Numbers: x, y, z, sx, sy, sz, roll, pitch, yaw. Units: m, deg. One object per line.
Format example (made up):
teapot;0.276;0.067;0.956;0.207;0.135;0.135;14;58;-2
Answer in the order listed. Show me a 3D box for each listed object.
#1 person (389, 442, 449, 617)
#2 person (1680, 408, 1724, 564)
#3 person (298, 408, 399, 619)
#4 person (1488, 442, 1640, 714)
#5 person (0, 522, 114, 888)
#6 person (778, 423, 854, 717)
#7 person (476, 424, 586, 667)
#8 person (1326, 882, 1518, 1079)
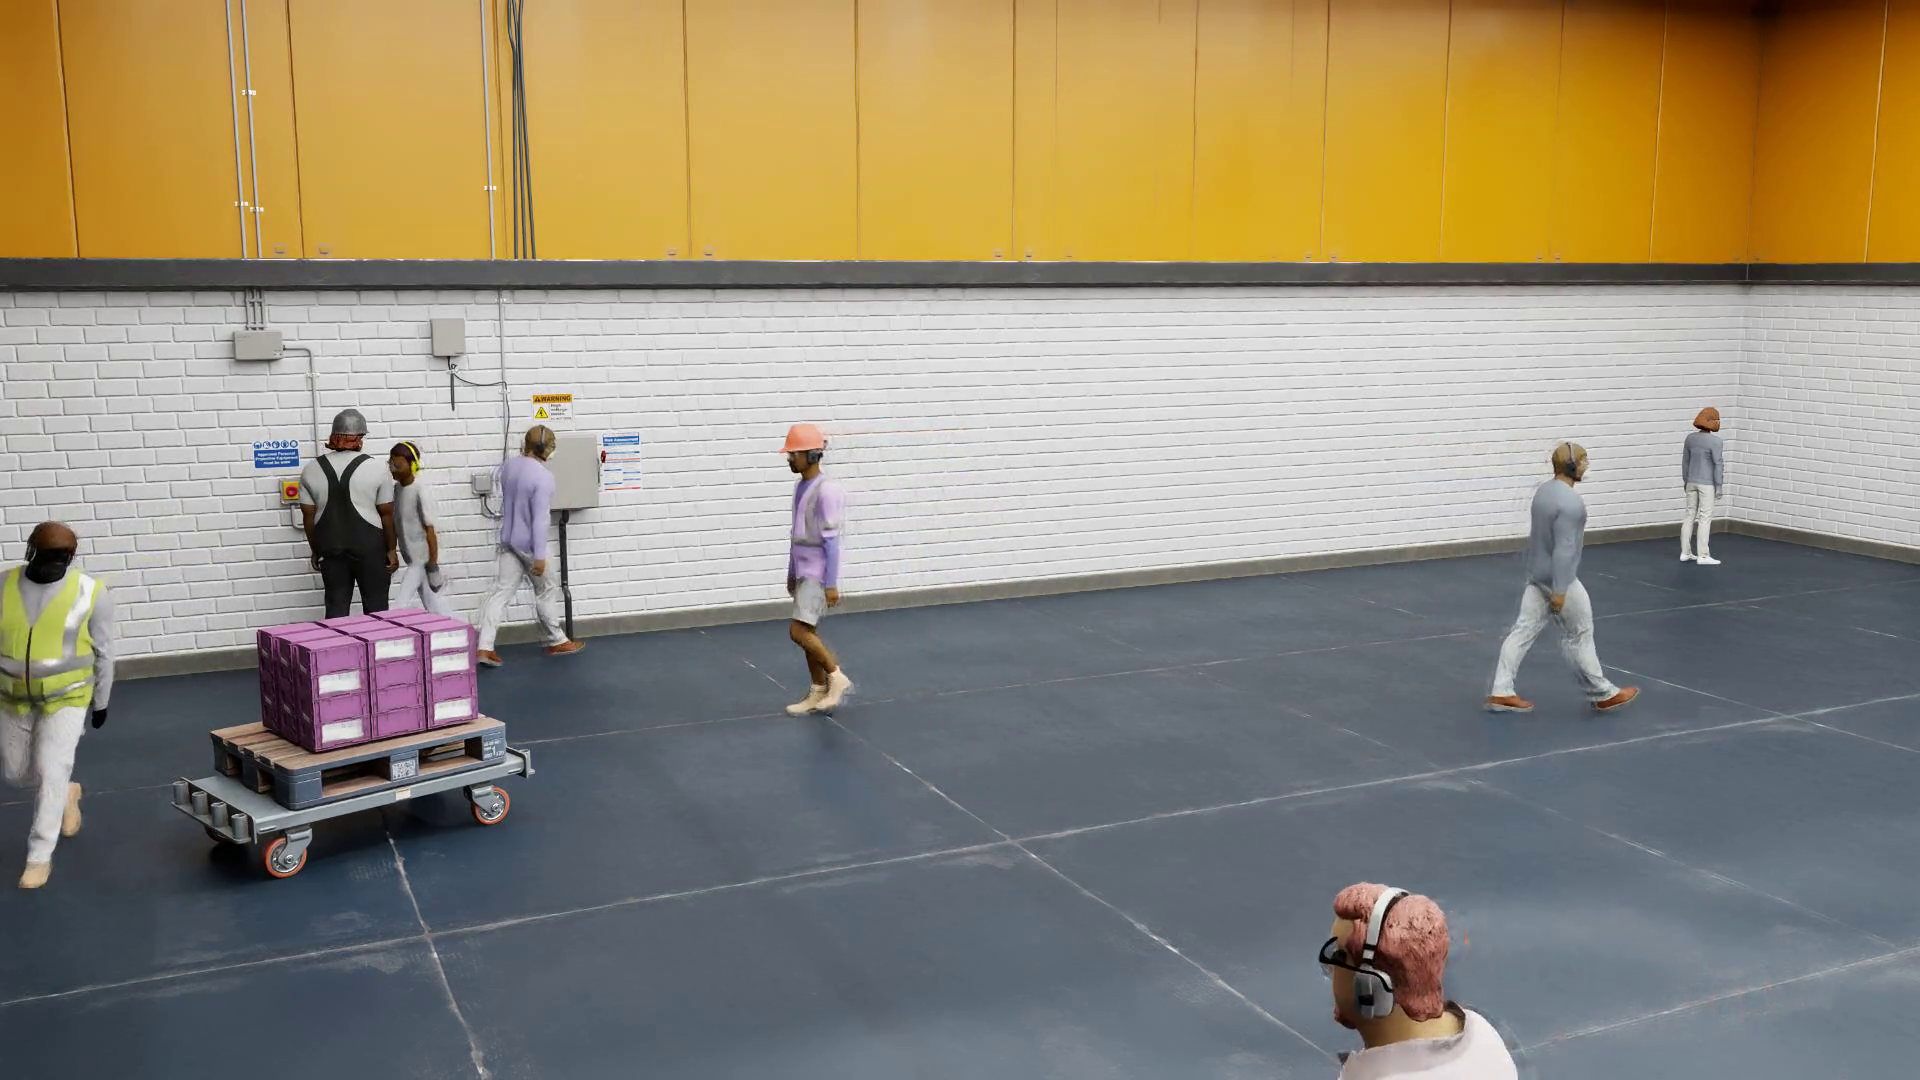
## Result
person;-4.077;0.184;12.165;0.993;1.802;0.567;-6;11;-32
person;7.745;-0.565;17.333;0.269;1.632;0.509;-3;10;-20
person;-4.487;0.035;12.354;0.687;2.000;0.535;0;9;1
person;4.134;0.270;11.363;1.040;1.882;0.652;-1;9;-3
person;-4.600;0.788;8.420;0.639;1.807;0.728;-2;9;-10
person;-1.027;0.217;11.271;0.425;2.023;0.631;-4;10;-24
person;-3.372;0.047;12.826;0.708;1.877;0.998;8;12;40
person;0.901;1.588;3.234;0.771;1.881;0.647;8;12;39
